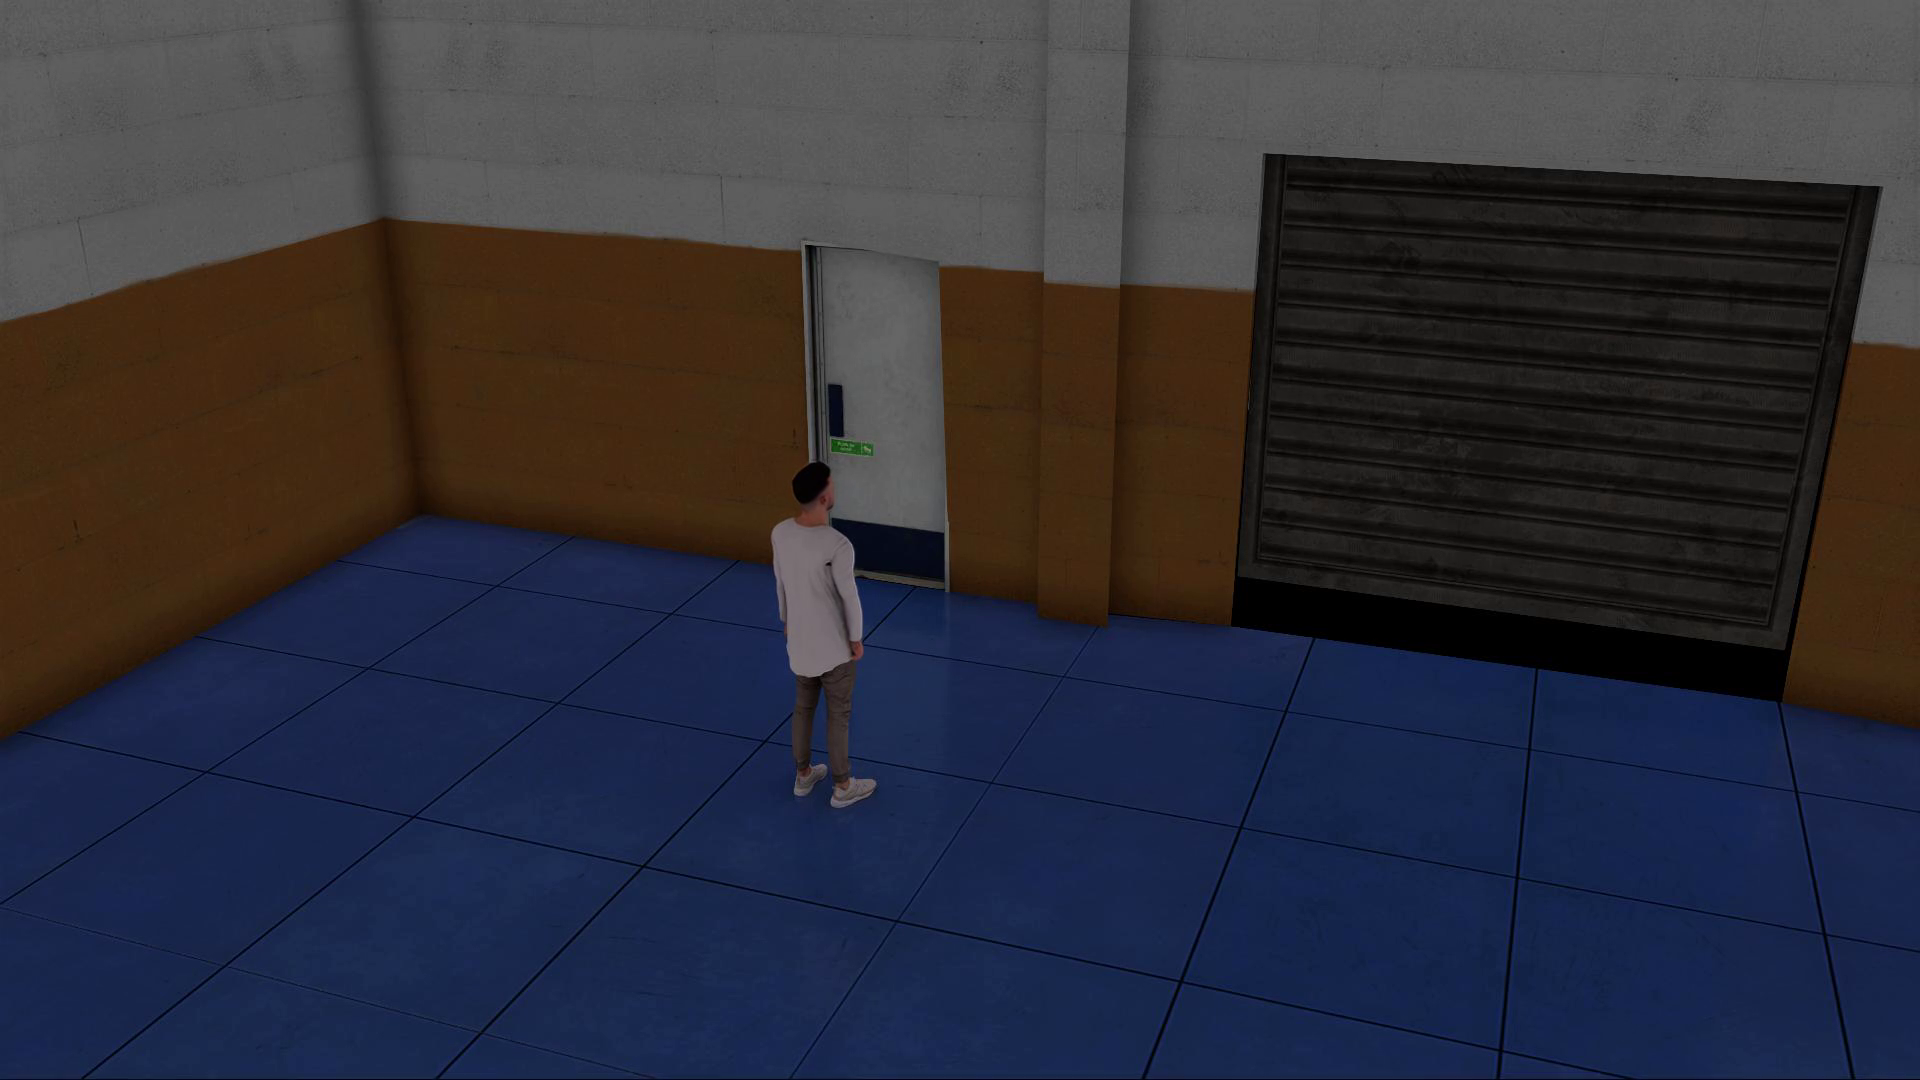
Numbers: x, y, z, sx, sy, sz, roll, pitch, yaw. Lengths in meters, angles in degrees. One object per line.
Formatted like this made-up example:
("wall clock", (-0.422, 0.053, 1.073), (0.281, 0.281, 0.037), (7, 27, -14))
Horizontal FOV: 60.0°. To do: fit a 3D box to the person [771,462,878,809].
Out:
("person", (-0.702, 0.472, 8.377), (0.589, 1.841, 0.779), (14, 26, 31))
